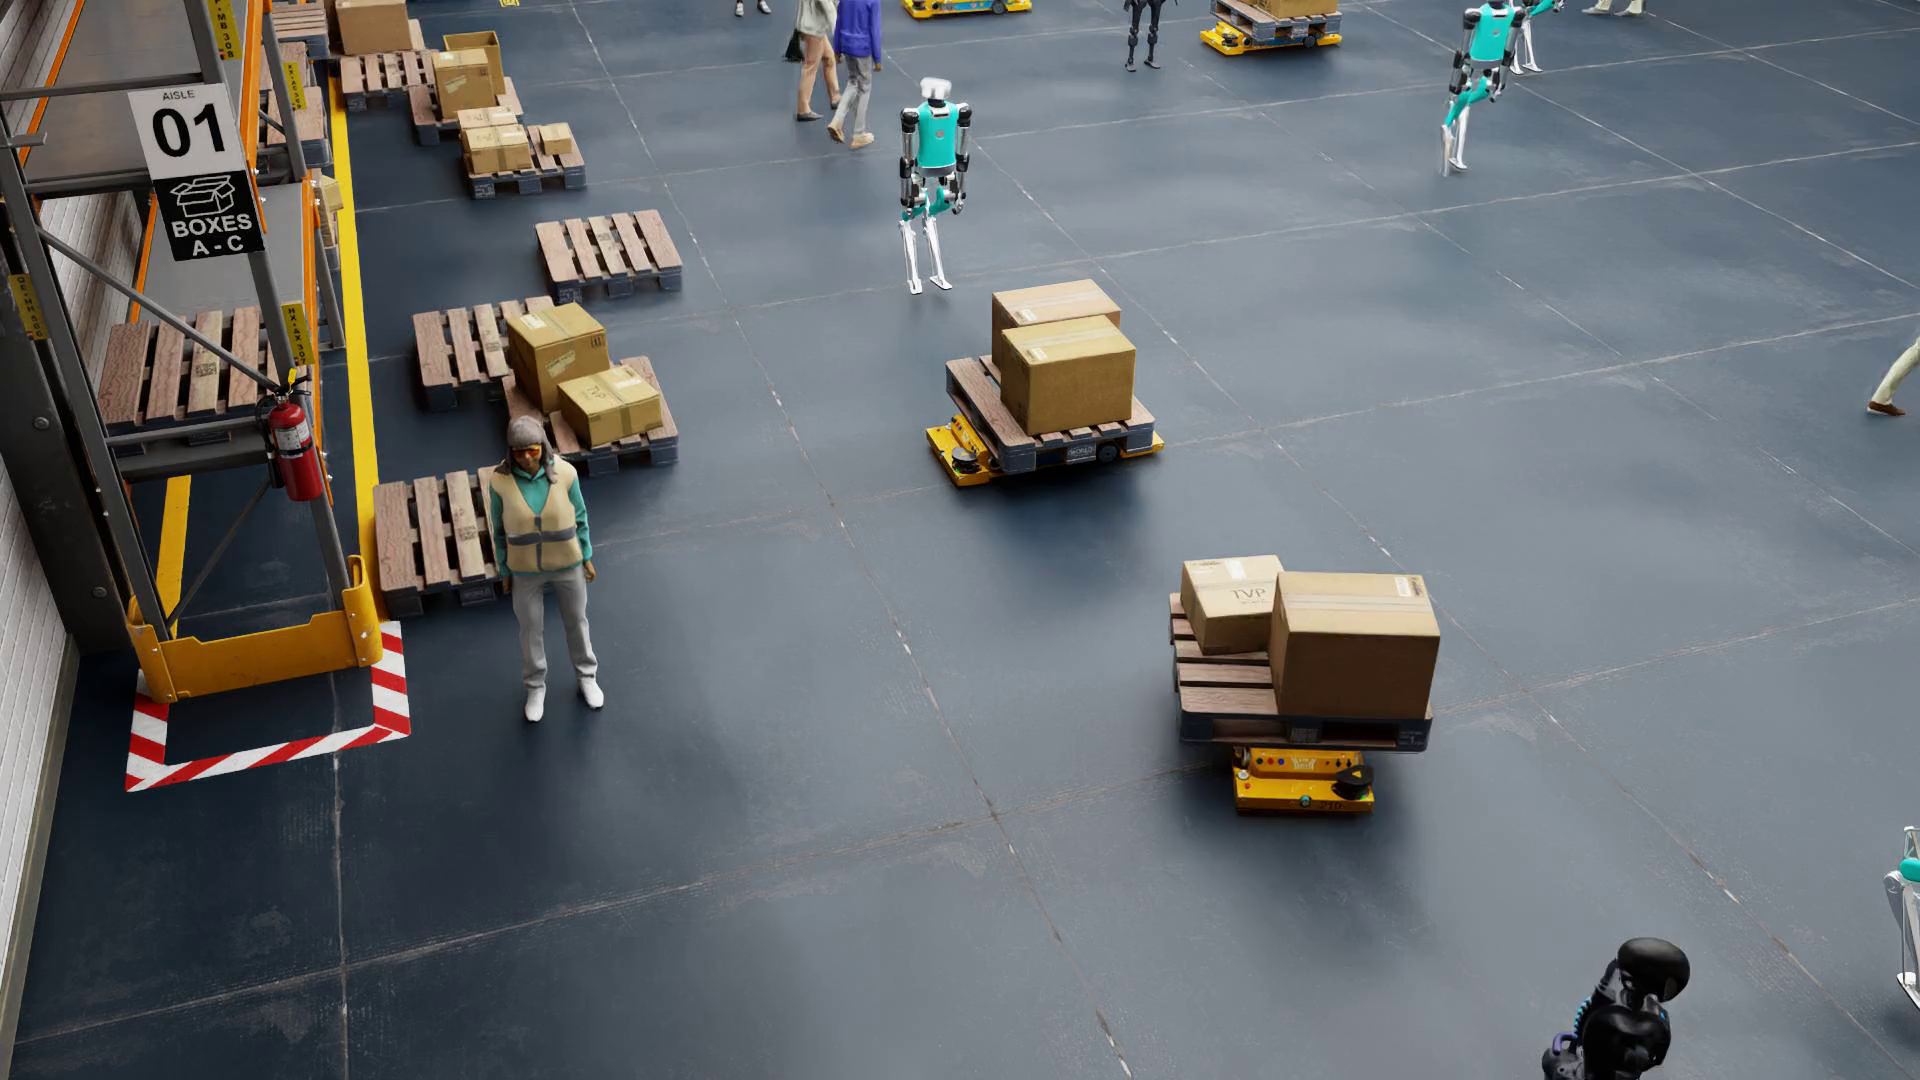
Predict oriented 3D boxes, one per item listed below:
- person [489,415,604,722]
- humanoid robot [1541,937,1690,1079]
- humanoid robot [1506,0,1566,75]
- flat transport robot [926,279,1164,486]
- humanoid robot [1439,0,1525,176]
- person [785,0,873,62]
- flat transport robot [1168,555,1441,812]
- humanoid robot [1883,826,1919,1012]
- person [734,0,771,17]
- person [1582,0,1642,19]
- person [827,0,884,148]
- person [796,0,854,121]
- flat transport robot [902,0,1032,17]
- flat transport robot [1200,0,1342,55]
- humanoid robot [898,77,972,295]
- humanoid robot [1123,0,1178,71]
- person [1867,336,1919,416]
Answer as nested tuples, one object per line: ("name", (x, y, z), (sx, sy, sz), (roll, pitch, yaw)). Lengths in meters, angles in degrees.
("person", (-2.072, 0.130, 8.339), (0.465, 1.708, 0.371), (-10, 34, -14))
("humanoid robot", (2.093, 1.907, 5.641), (0.394, 1.641, 0.601), (7, 34, 11))
("humanoid robot", (5.915, -5.672, 17.091), (0.533, 1.677, 0.735), (-11, 35, -16))
("flat transport robot", (0.555, -0.695, 10.925), (1.431, 0.231, 0.659), (-11, 35, -16))
("humanoid robot", (4.539, -4.068, 14.821), (0.530, 1.852, 0.766), (-4, 33, -7))
("person", (-1.430, -5.969, 17.542), (1.019, 1.883, 0.540), (-2, 33, -4))
("flat transport robot", (1.692, 0.849, 8.557), (0.659, 0.231, 1.431), (2, 33, 2))
("humanoid robot", (4.103, 1.157, 6.621), (0.533, 1.674, 0.735), (-11, 35, -16))
("person", (-2.439, -7.047, 19.139), (0.551, 1.939, 0.434), (-10, 34, -14))
("person", (7.610, -6.902, 19.017), (0.771, 1.816, 0.604), (14, 36, 20))
("person", (-0.939, -4.504, 15.327), (0.515, 1.838, 0.546), (23, 39, 30))
("person", (-1.310, -4.915, 16.134), (0.760, 1.640, 0.487), (-13, 35, -19))
("flat transport robot", (0.074, -6.399, 19.673), (1.431, 0.231, 0.659), (-8, 34, -11))
("flat transport robot", (3.463, -5.636, 18.502), (1.431, 0.231, 0.659), (-11, 35, -16))
("humanoid robot", (-0.254, -2.710, 12.551), (0.533, 1.674, 0.735), (-11, 35, -16))
("humanoid robot", (1.992, -5.771, 17.407), (0.599, 1.657, 0.315), (-11, 35, -16))
("person", (6.599, -1.476, 10.902), (0.854, 1.590, 0.515), (6, 34, 9))
